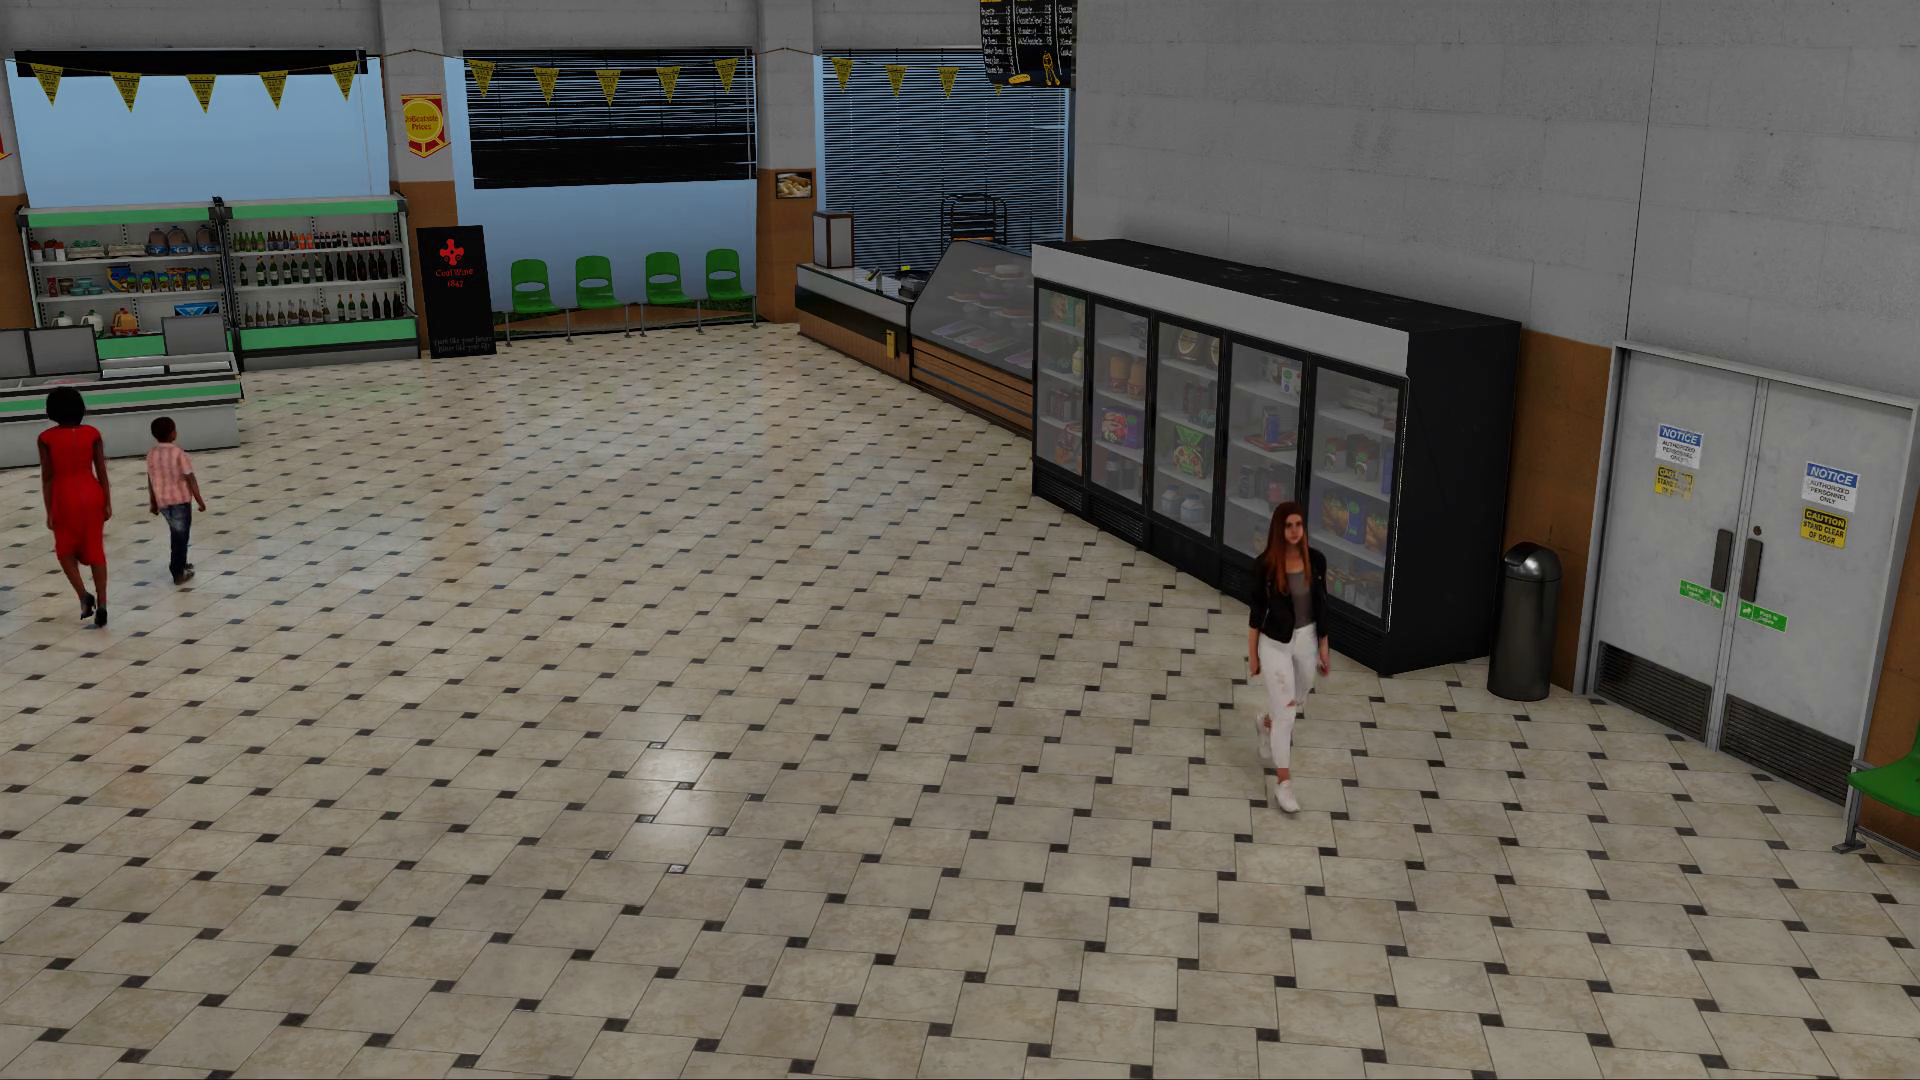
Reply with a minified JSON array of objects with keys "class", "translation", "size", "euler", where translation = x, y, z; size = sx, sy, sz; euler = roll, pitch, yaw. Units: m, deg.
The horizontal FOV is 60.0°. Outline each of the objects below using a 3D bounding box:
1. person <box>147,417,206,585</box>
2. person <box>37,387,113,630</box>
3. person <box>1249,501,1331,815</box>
[{"class":"person","translation":[-6.061,-0.289,12.738],"size":[0.631,1.297,0.693],"euler":[3,17,9]},{"class":"person","translation":[-6.172,-0.197,11.684],"size":[0.628,1.733,0.737],"euler":[-14,22,-39]},{"class":"person","translation":[1.792,0.594,9.193],"size":[1.092,1.666,0.811],"euler":[-3,17,-11]}]
